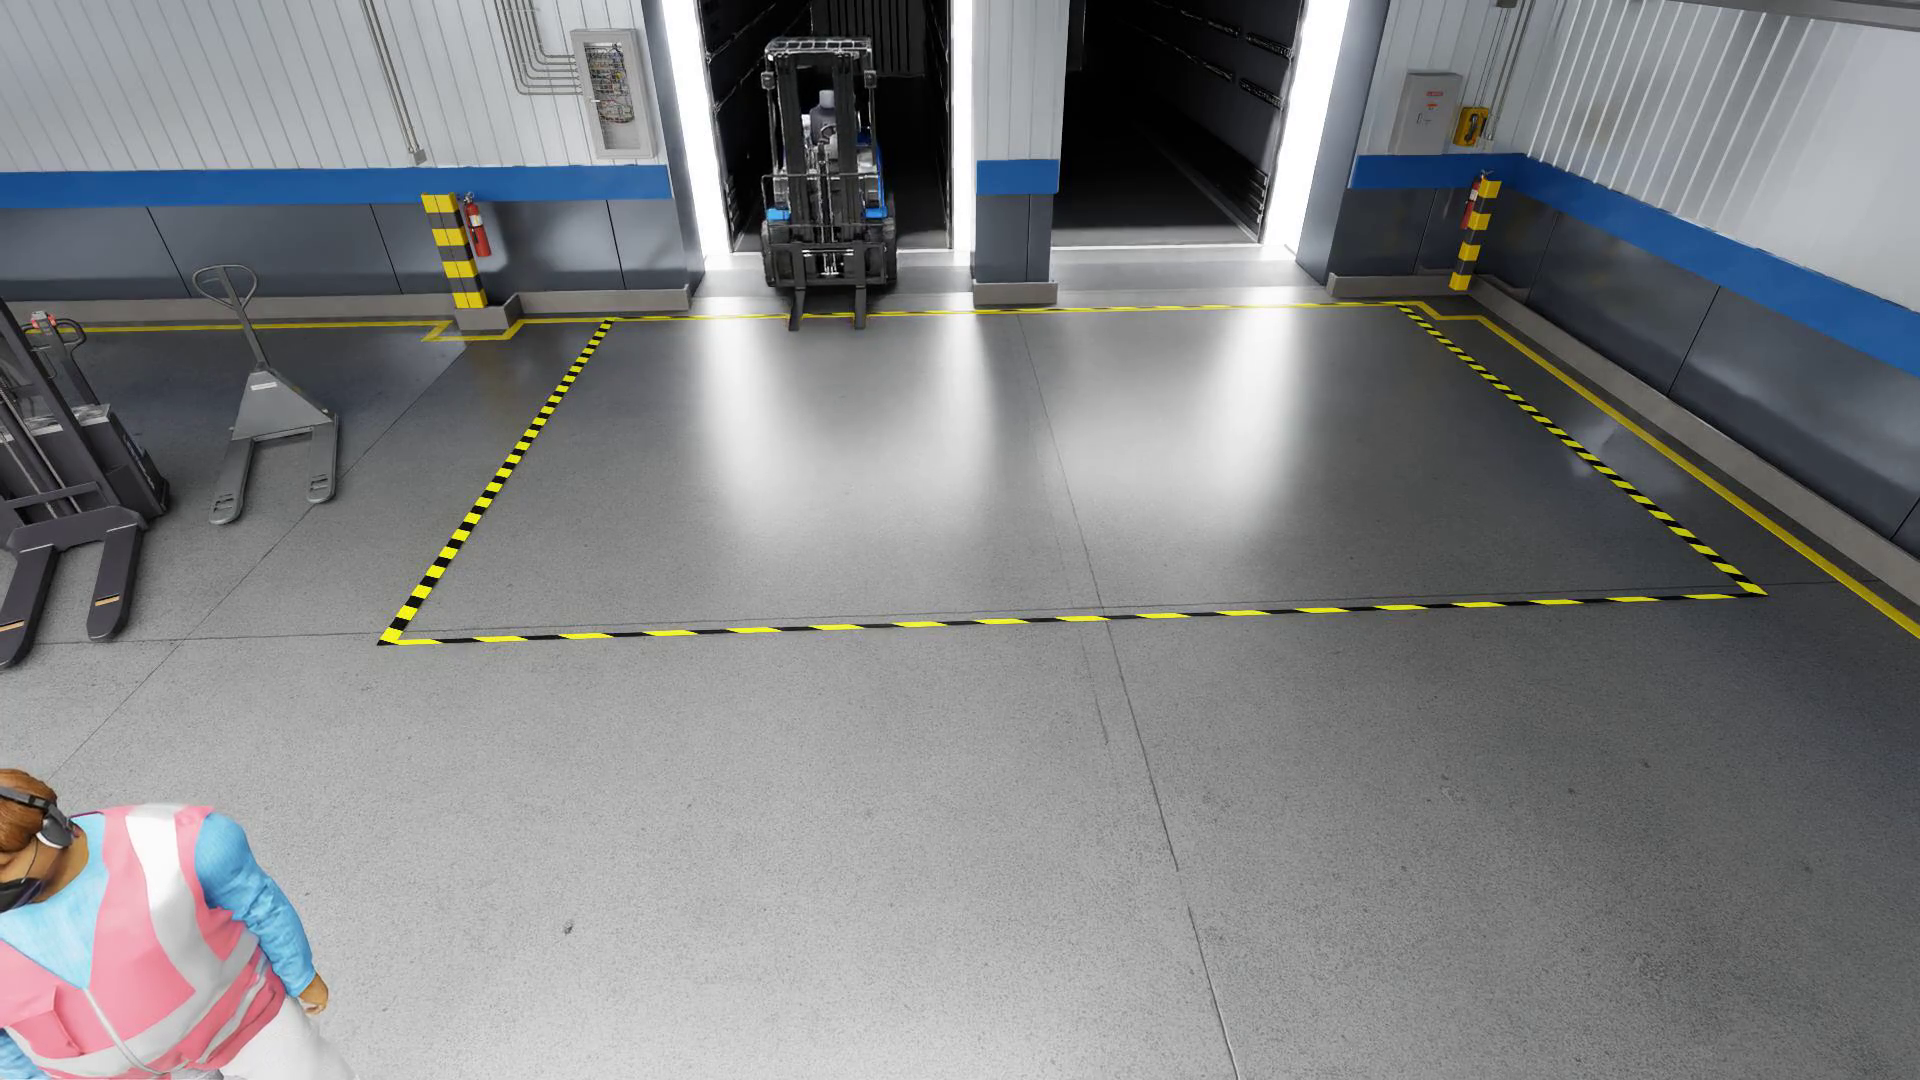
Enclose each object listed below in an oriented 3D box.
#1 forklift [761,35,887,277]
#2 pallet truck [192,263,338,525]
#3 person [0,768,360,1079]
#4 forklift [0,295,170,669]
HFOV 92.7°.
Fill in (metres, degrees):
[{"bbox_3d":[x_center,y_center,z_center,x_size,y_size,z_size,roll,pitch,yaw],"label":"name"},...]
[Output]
[{"bbox_3d":[-1.367,-4.049,9.469,1.157,2.036,2.680,-3,35,-4],"label":"forklift"},{"bbox_3d":[-4.778,-1.027,6.128,0.680,1.201,1.601,-17,38,-23],"label":"pallet truck"},{"bbox_3d":[-1.987,1.245,2.336,0.632,1.841,0.429,-19,39,-26],"label":"person"},{"bbox_3d":[-5.212,-0.618,4.878,0.823,1.965,1.885,-20,39,-26],"label":"forklift"}]
